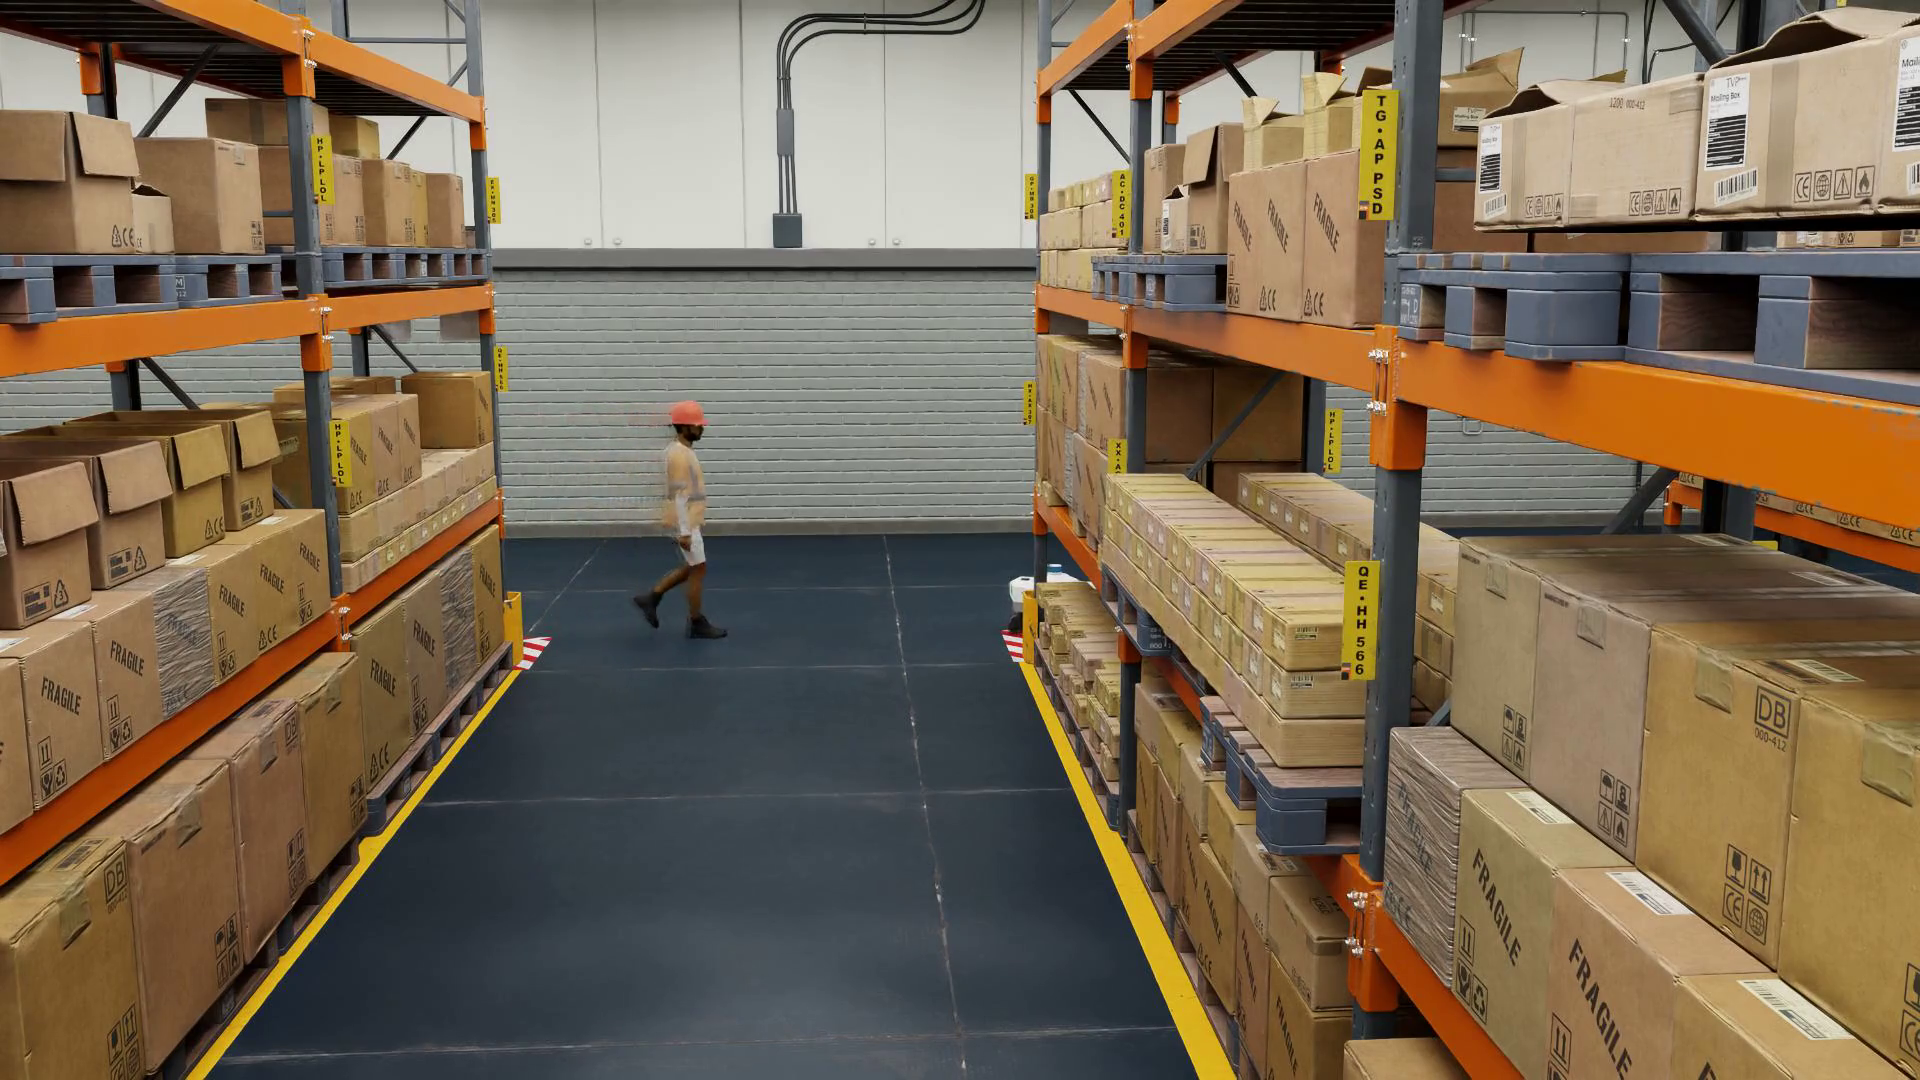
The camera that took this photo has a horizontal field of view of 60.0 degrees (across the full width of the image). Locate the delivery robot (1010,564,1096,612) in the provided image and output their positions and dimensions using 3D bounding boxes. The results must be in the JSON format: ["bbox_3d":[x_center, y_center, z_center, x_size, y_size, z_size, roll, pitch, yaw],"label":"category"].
[{"bbox_3d":[0.767,0.439,13.441,0.707,0.478,0.477,4,11,22],"label":"delivery robot"}]

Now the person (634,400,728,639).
[{"bbox_3d":[-2.232,-0.151,13.201,0.671,1.920,0.550,0,10,-2],"label":"person"}]

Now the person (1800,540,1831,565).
[{"bbox_3d":[7.033,-0.184,13.566,0.592,1.868,0.694,-2,10,-10],"label":"person"}]
